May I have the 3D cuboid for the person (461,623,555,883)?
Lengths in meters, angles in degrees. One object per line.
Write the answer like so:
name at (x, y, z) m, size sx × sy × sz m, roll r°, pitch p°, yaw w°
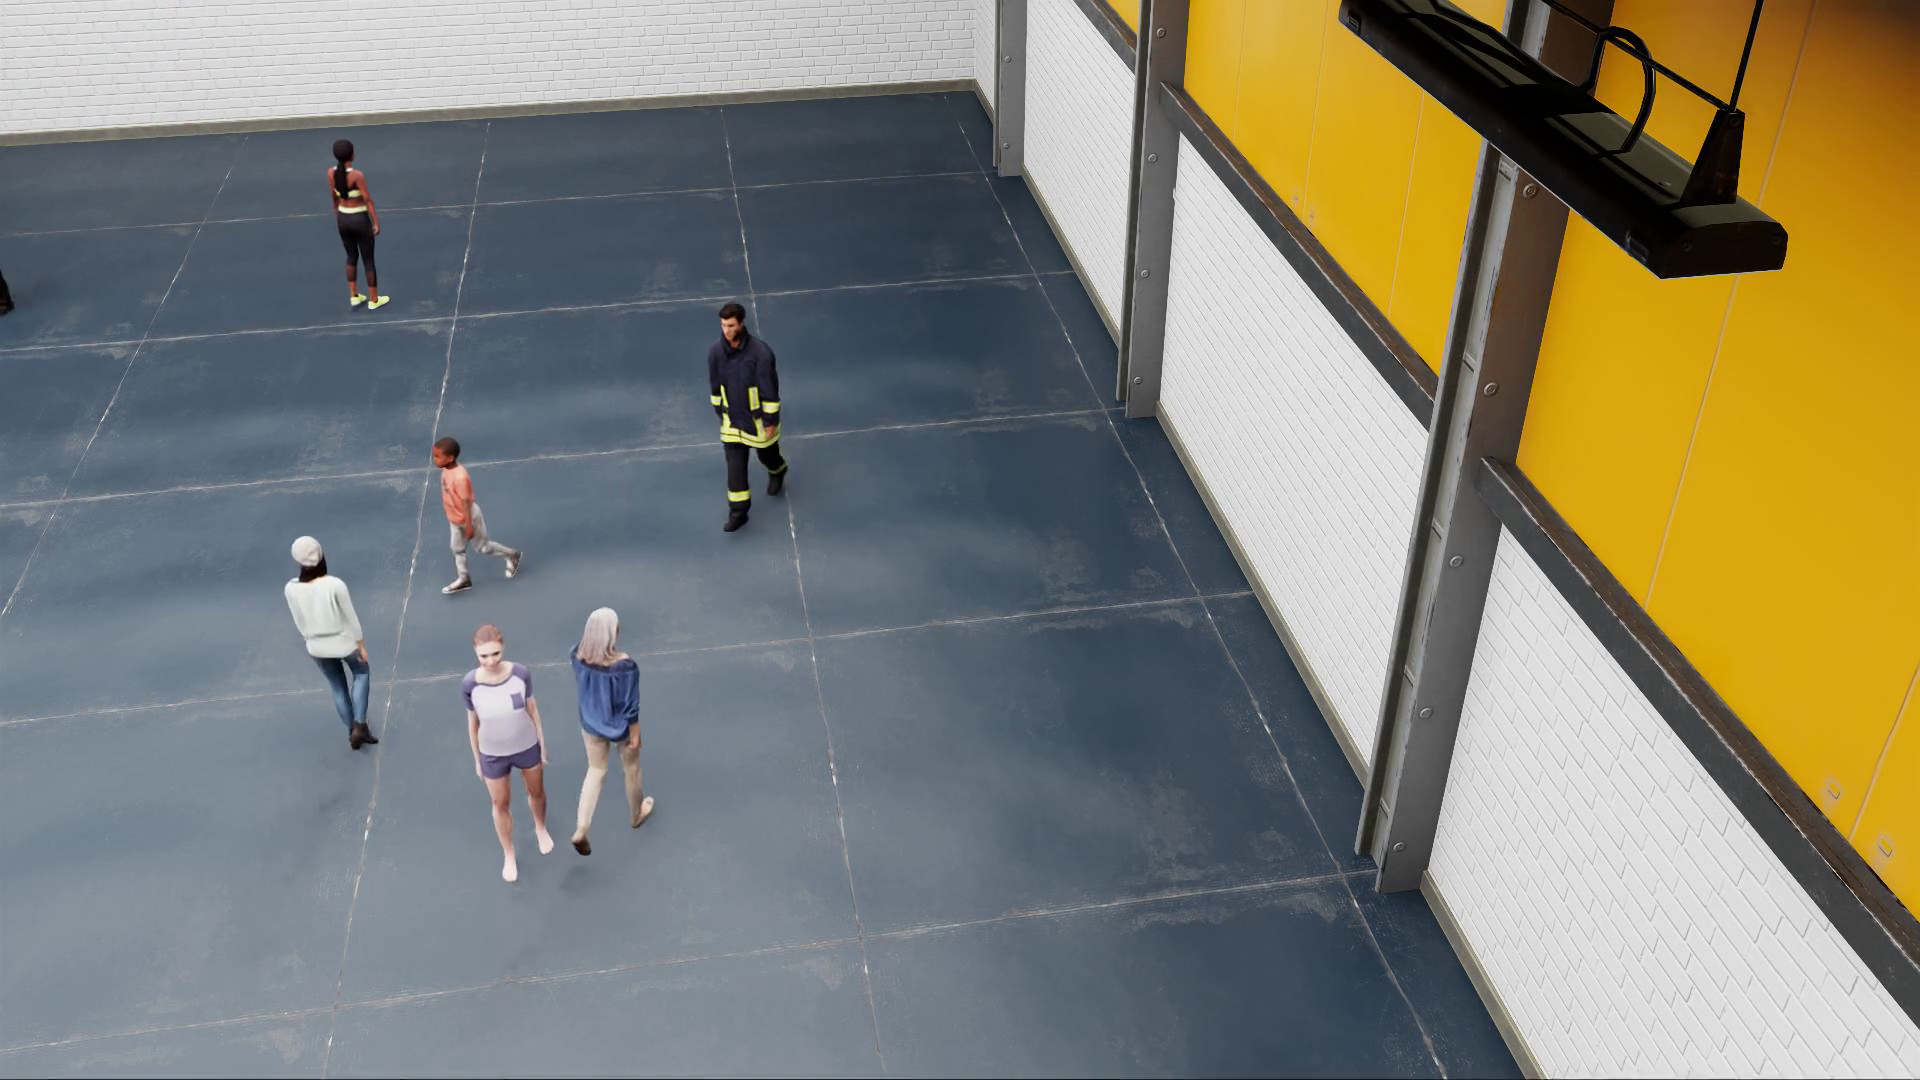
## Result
person at (-2.706, 1.221, 9.995) m, size 0.633 × 1.770 × 0.692 m, roll -12°, pitch 35°, yaw -17°

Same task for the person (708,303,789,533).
person at (-1.649, -1.058, 13.312) m, size 1.093 × 1.892 × 1.324 m, roll 8°, pitch 34°, yaw 12°

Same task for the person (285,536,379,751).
person at (-4.107, 0.728, 10.854) m, size 0.617 × 1.640 × 0.659 m, roll 1°, pitch 34°, yaw 1°

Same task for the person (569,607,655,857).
person at (-2.178, 1.189, 10.124) m, size 0.880 × 1.680 × 1.065 m, roll 10°, pitch 35°, yaw 15°

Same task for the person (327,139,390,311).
person at (-6.048, -3.120, 16.543) m, size 0.668 × 1.750 × 0.665 m, roll 6°, pitch 34°, yaw 9°

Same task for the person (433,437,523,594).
person at (-3.679, -0.207, 12.573) m, size 0.815 × 1.294 × 0.887 m, roll -26°, pitch 41°, yaw -33°
